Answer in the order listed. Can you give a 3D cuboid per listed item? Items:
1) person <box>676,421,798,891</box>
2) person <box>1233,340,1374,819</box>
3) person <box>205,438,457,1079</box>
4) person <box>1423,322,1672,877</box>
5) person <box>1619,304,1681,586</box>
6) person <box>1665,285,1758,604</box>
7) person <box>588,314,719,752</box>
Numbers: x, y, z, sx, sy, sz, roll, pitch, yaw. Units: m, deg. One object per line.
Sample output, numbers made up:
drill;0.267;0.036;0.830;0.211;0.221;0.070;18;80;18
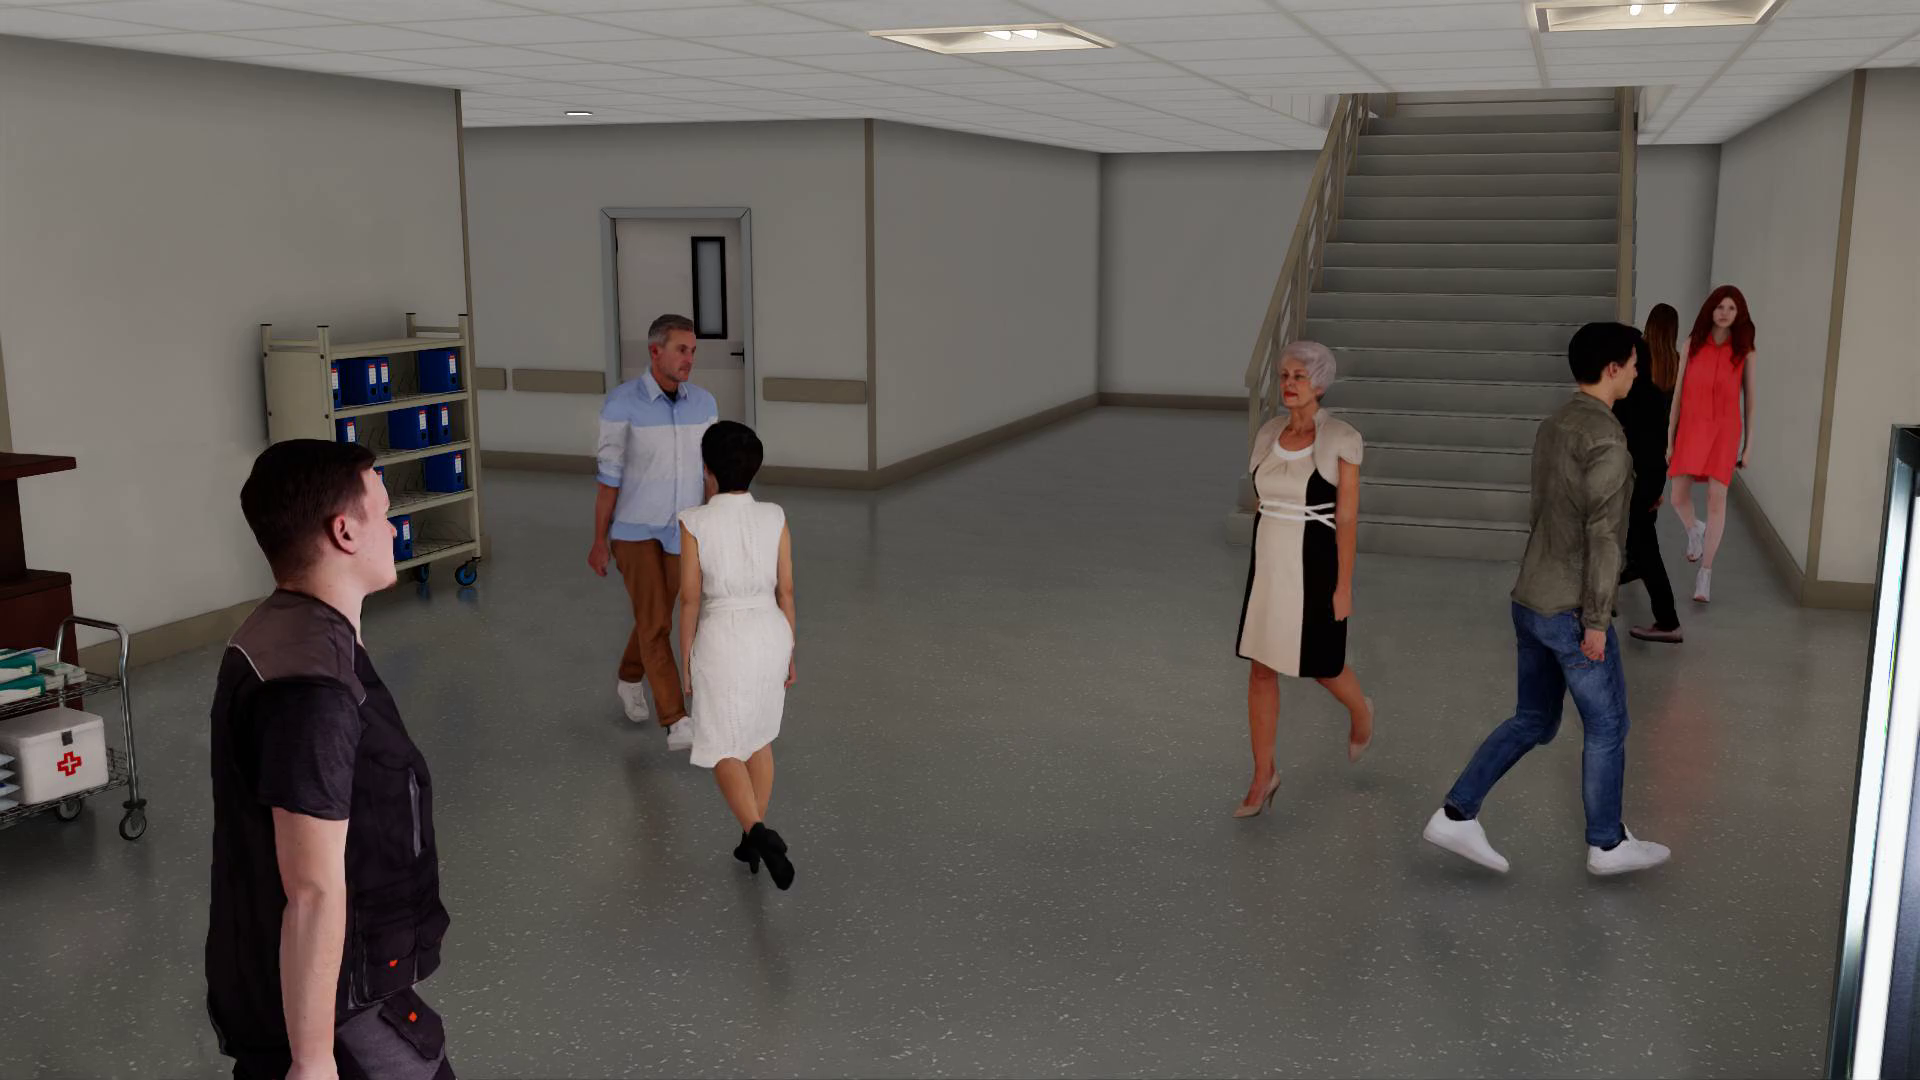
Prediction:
person;-0.671;0.410;5.309;0.911;1.530;0.967;-5;12;-24
person;1.313;0.148;6.142;1.118;1.734;0.899;-10;15;-44
person;-1.102;0.770;2.634;1.117;1.820;1.055;-5;12;-23
person;1.902;0.223;5.460;1.059;1.842;1.125;-1;11;-3
person;4.138;-0.545;9.999;0.833;1.658;1.228;0;11;1
person;4.346;-0.557;9.658;0.695;1.809;0.924;6;12;29
person;-1.328;-0.035;6.987;1.226;1.780;1.113;-8;13;-37
